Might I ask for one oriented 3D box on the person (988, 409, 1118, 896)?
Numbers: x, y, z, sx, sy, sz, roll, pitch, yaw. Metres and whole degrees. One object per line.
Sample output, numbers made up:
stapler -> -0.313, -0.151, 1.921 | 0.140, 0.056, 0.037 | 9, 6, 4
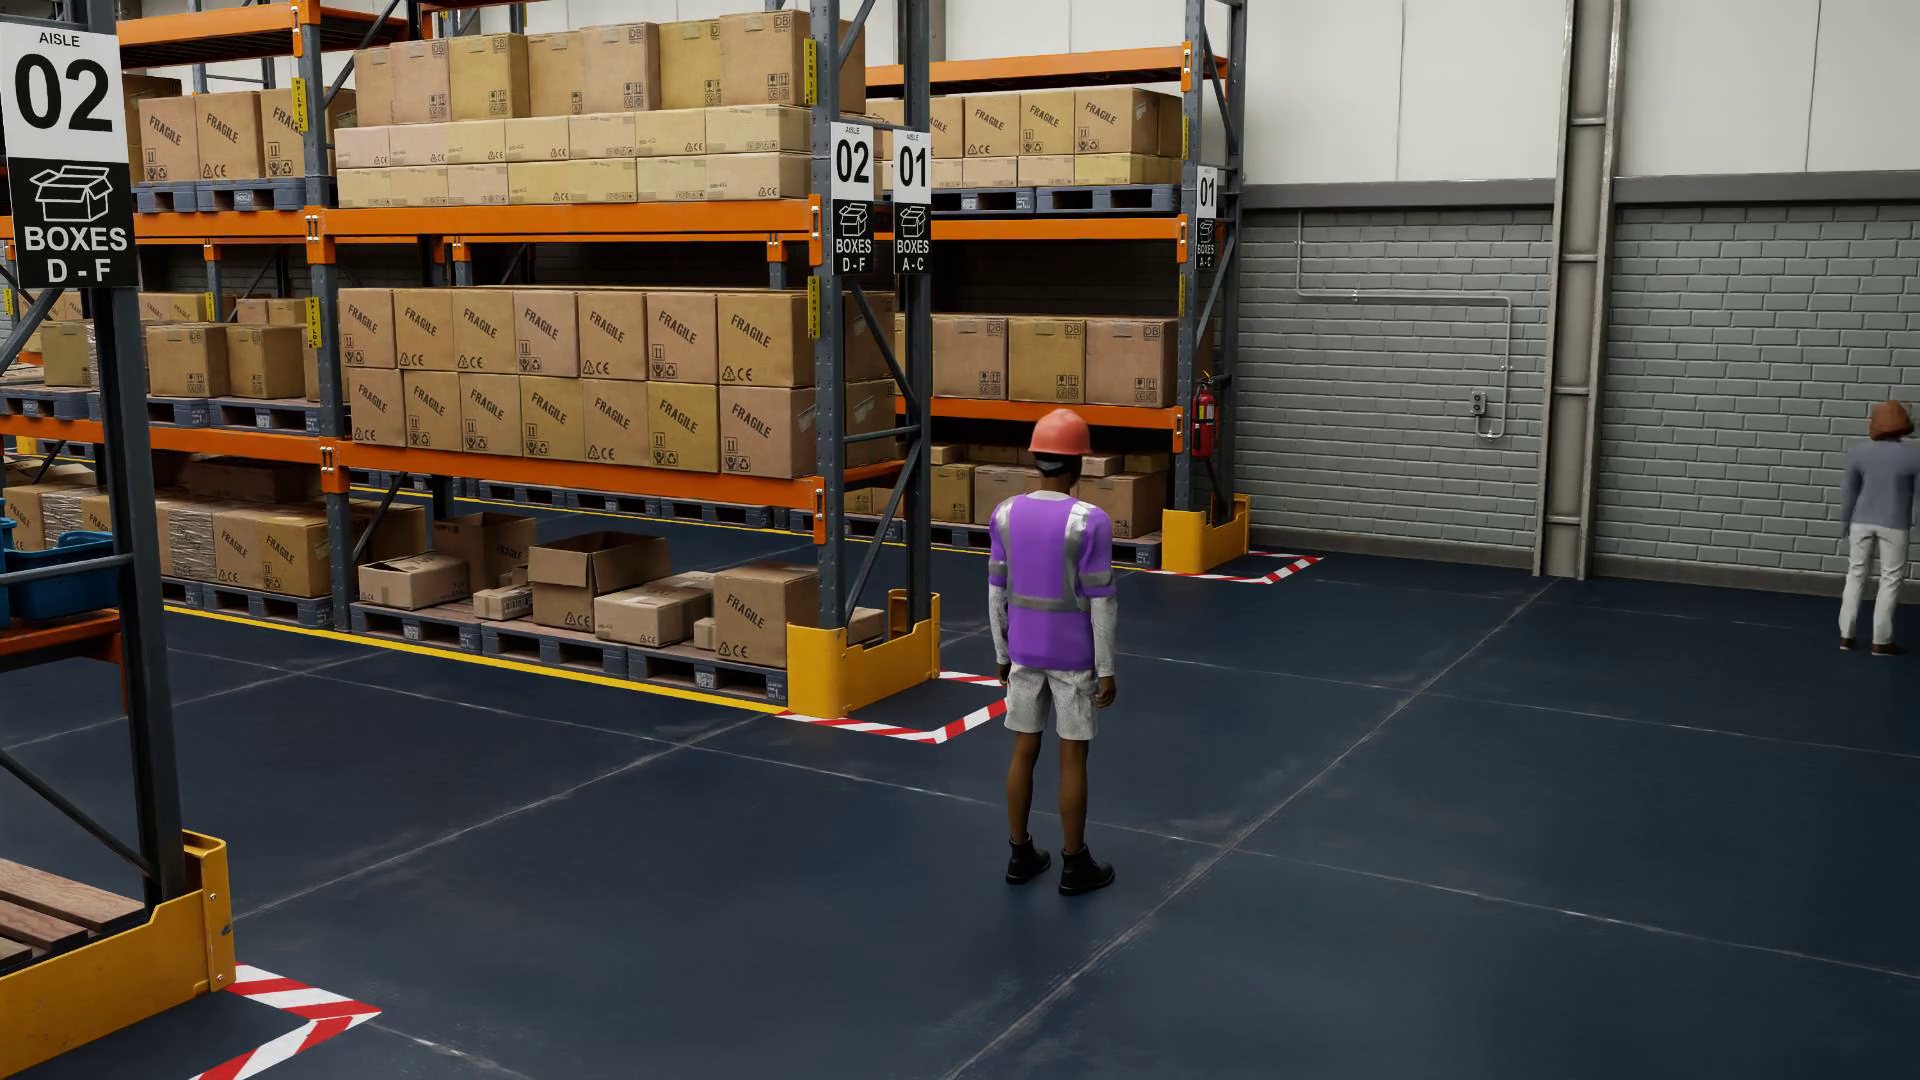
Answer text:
person -> 0.389, 0.445, 6.641 | 0.553, 1.934, 0.367 | 6, 12, 33

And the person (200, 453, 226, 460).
person -> -6.992, -1.018, 15.213 | 0.855, 1.933, 0.618 | 8, 13, 40

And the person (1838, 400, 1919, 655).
person -> 5.852, -0.067, 10.559 | 0.290, 1.629, 0.537 | -9, 13, -41
